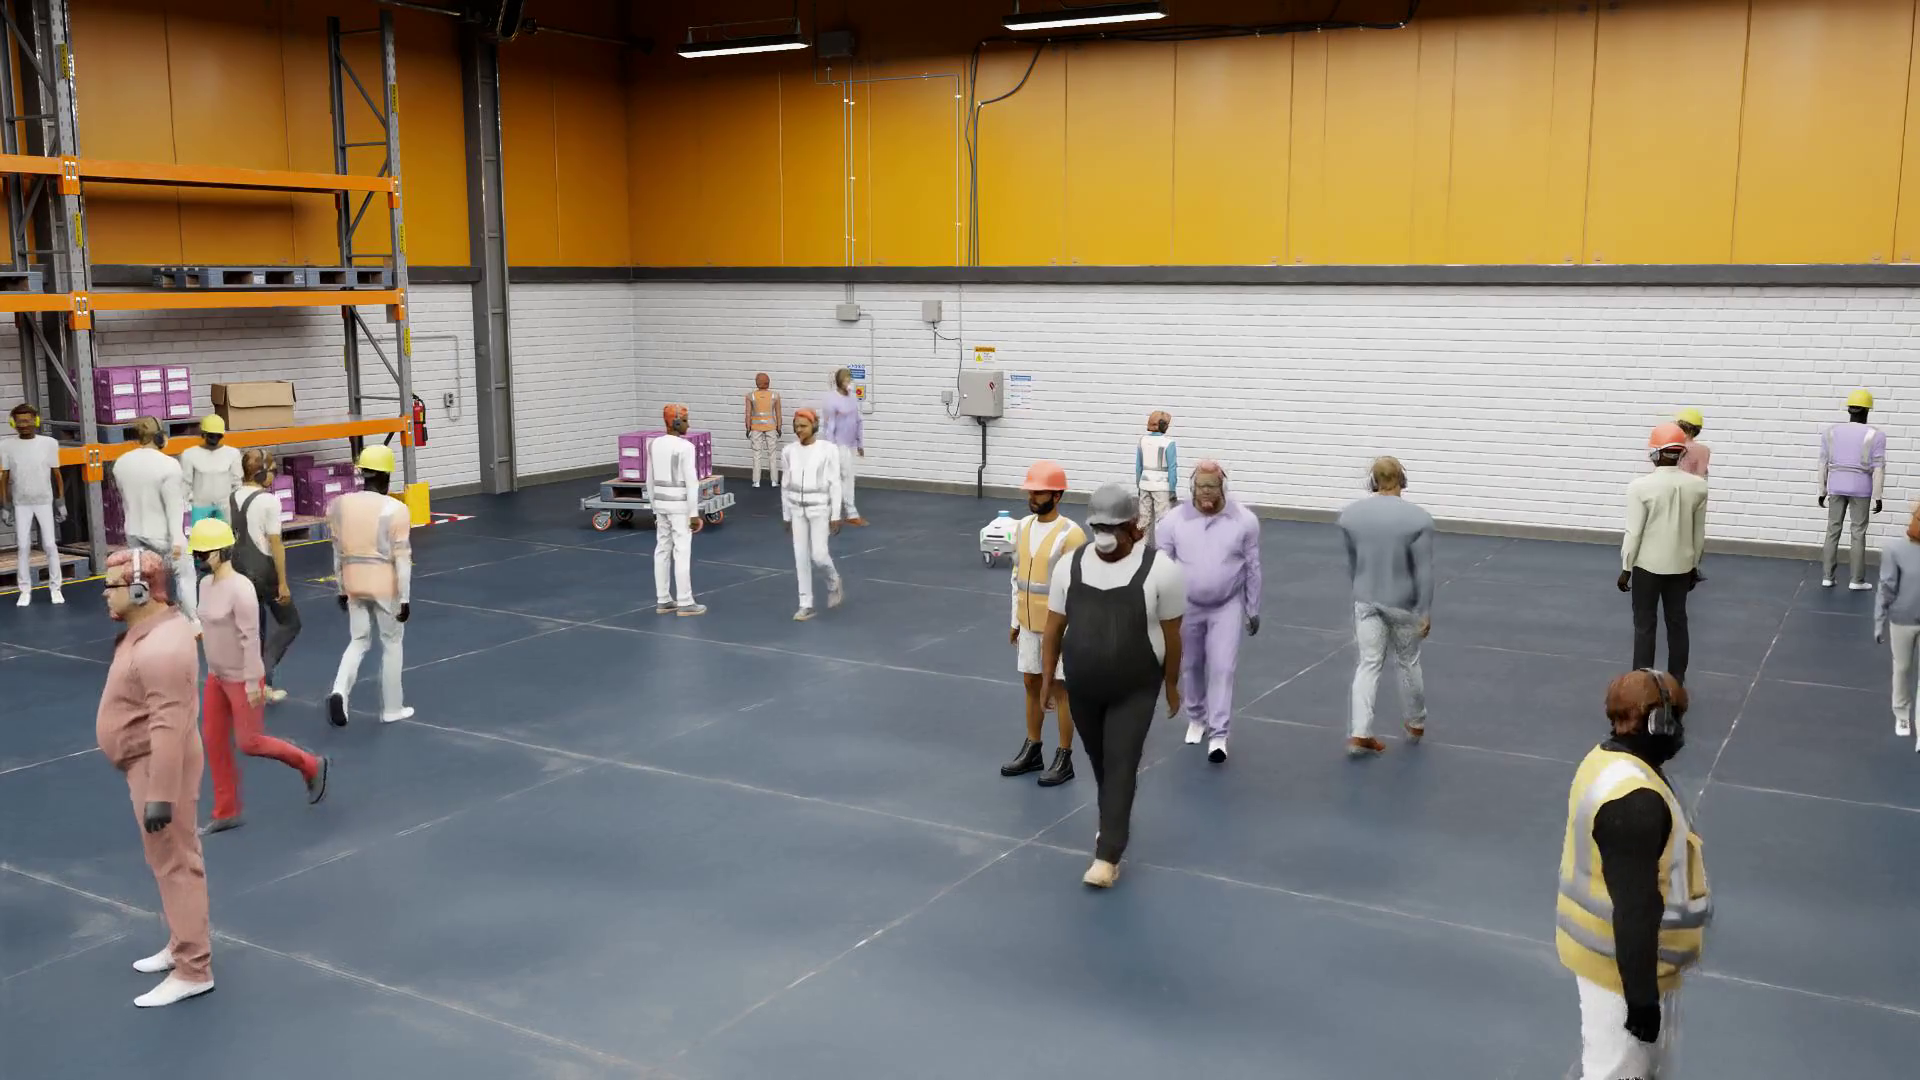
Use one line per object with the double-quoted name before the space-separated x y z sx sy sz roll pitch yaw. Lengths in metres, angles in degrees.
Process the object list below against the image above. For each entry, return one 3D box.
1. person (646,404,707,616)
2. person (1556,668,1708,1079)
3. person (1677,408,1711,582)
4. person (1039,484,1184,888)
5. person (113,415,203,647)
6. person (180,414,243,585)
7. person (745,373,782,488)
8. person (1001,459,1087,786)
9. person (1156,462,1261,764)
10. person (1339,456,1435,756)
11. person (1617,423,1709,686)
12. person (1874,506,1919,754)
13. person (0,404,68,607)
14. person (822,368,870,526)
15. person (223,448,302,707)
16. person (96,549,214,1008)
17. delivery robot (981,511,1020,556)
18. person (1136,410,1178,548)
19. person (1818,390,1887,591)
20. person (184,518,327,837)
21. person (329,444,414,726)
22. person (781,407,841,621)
"person" -2.537 -0.267 14.774 0.574 1.884 0.358 7 11 37
"person" 2.071 1.321 5.166 0.431 1.832 0.653 3 10 20
"person" 7.004 -0.420 16.200 0.843 1.737 0.529 -6 11 -32
"person" 0.760 0.659 8.509 0.705 2.000 1.019 4 10 24
"person" -6.363 -0.043 13.308 0.634 1.913 0.810 2 9 13
"person" -7.034 -0.333 15.631 0.541 1.739 0.629 -6 11 -33
"person" -2.777 -1.545 23.520 0.524 1.637 0.306 -2 9 -11
"person" 0.498 0.486 9.897 0.353 1.942 0.545 -9 13 -43
"person" 1.525 0.444 10.412 0.684 1.854 0.969 2 9 13
"person" 2.694 0.420 10.577 0.642 1.890 0.908 5 10 28
"person" 4.914 0.175 11.670 0.617 1.994 0.381 -2 9 -11
"person" 6.129 0.544 10.617 0.519 1.583 0.879 4 10 26
"person" -8.471 -0.322 15.207 0.527 1.860 0.321 -4 10 -26
"person" -1.479 -1.133 20.109 0.868 1.920 0.632 5 10 27
"person" -4.848 0.274 11.567 0.538 1.830 0.401 5 10 26
"person" -3.373 0.975 6.964 0.402 1.906 0.646 -4 10 -25
"delivery robot" 0.452 -0.061 17.332 0.477 0.478 0.707 3 9 15
"person" 2.008 -0.505 17.025 0.314 1.639 0.515 -8 12 -41
"person" 8.558 -0.478 15.966 0.386 1.922 0.594 -8 12 -42
"person" -3.881 0.722 9.070 0.547 1.742 0.681 7 12 38
"person" -3.927 0.322 11.033 0.597 1.905 0.642 2 9 10
"person" -1.290 -0.234 14.611 0.602 1.873 0.546 4 10 24
